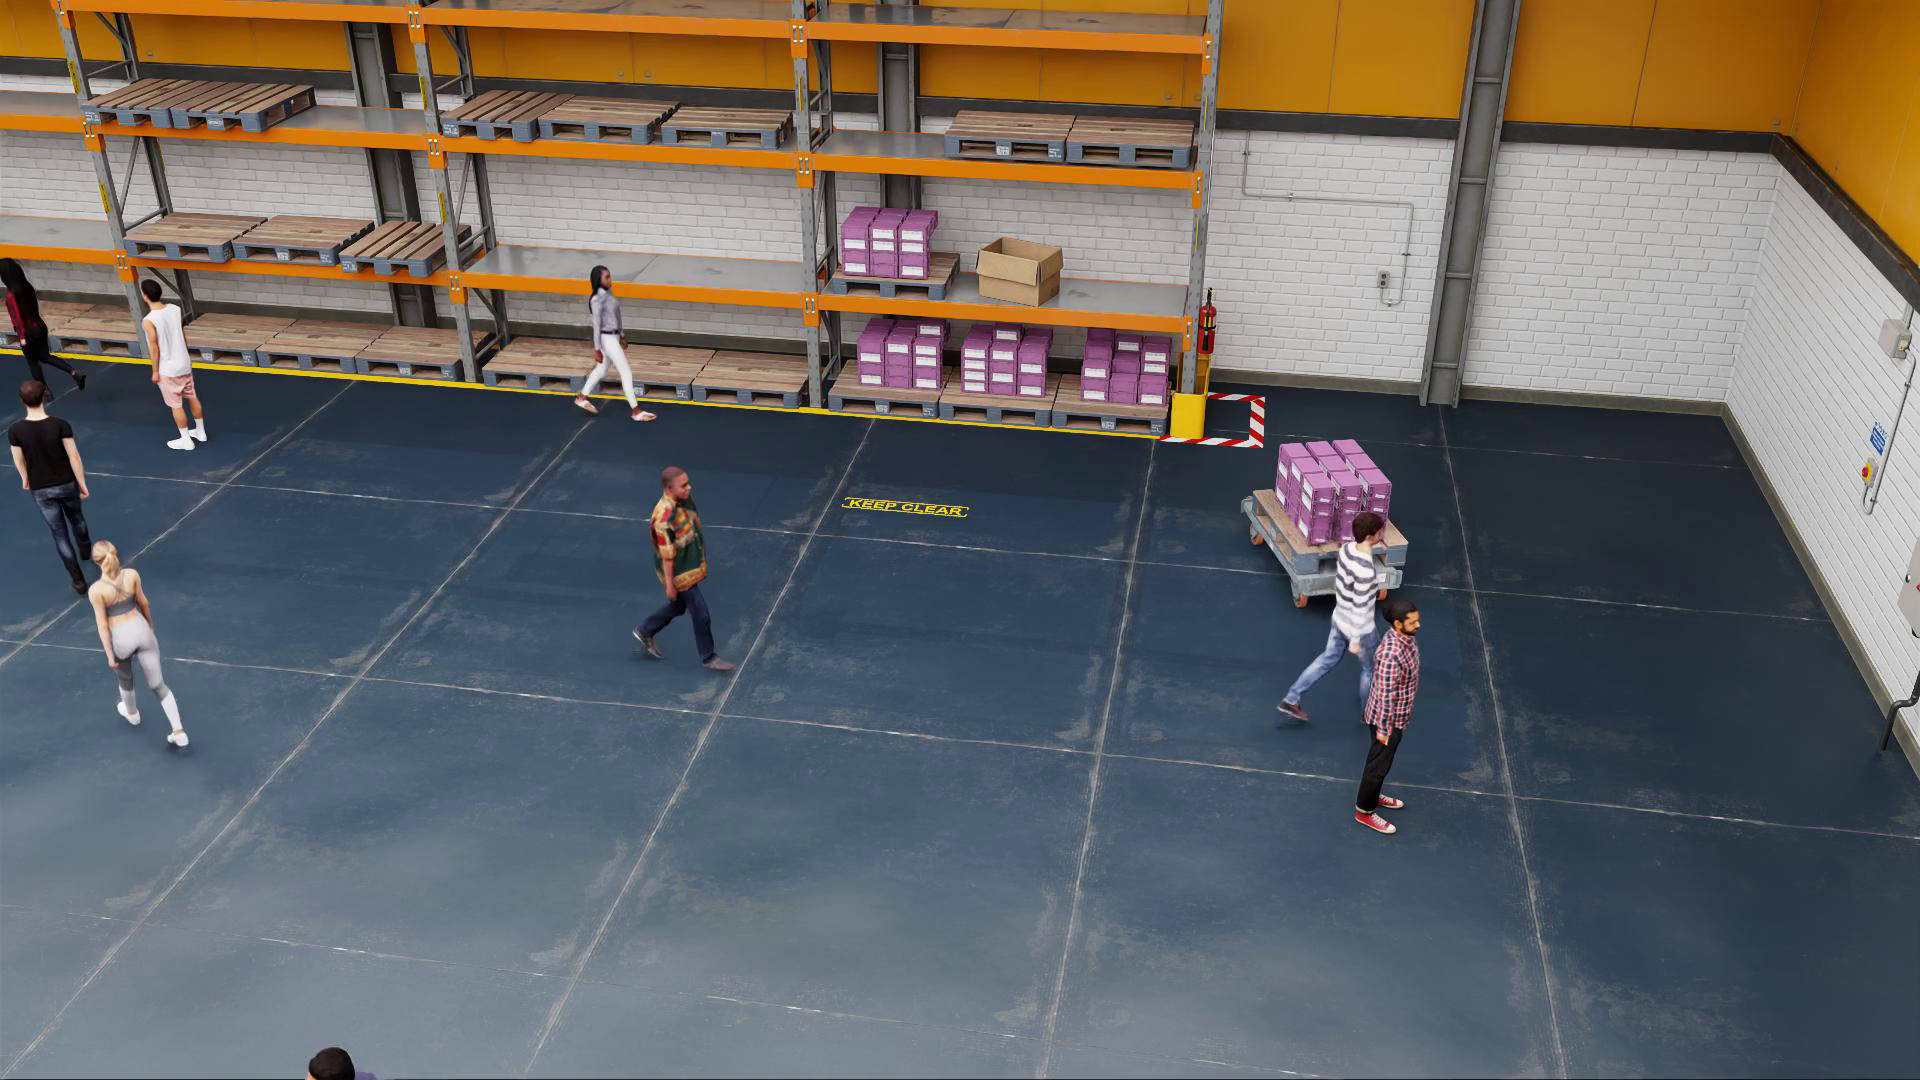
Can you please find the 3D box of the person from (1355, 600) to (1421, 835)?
[{"bbox_3d":[2.969,1.177,11.478,0.651,1.761,0.745,11,30,19],"label":"person"}]

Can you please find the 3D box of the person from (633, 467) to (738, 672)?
[{"bbox_3d":[-2.283,0.230,13.197,1.145,1.778,0.724,6,29,11],"label":"person"}]

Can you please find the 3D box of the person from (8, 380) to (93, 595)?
[{"bbox_3d":[-7.775,-0.402,14.282,1.155,1.849,1.173,-16,33,-27],"label":"person"}]

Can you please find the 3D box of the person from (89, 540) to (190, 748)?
[{"bbox_3d":[-6.065,0.800,12.275,1.197,1.660,0.966,22,36,35],"label":"person"}]

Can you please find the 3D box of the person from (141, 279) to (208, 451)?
[{"bbox_3d":[-7.989,-1.781,16.873,0.635,1.789,0.680,11,30,19],"label":"person"}]

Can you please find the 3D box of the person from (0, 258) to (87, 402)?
[{"bbox_3d":[-9.876,-2.234,17.865,0.920,1.634,0.706,-1,29,-2],"label":"person"}]

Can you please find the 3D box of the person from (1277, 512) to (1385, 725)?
[{"bbox_3d":[2.838,0.634,12.420,1.249,1.813,0.921,-5,29,-9],"label":"person"}]

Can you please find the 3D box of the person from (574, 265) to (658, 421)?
[{"bbox_3d":[-3.768,-2.053,17.480,1.145,1.684,0.600,5,29,10],"label":"person"}]
